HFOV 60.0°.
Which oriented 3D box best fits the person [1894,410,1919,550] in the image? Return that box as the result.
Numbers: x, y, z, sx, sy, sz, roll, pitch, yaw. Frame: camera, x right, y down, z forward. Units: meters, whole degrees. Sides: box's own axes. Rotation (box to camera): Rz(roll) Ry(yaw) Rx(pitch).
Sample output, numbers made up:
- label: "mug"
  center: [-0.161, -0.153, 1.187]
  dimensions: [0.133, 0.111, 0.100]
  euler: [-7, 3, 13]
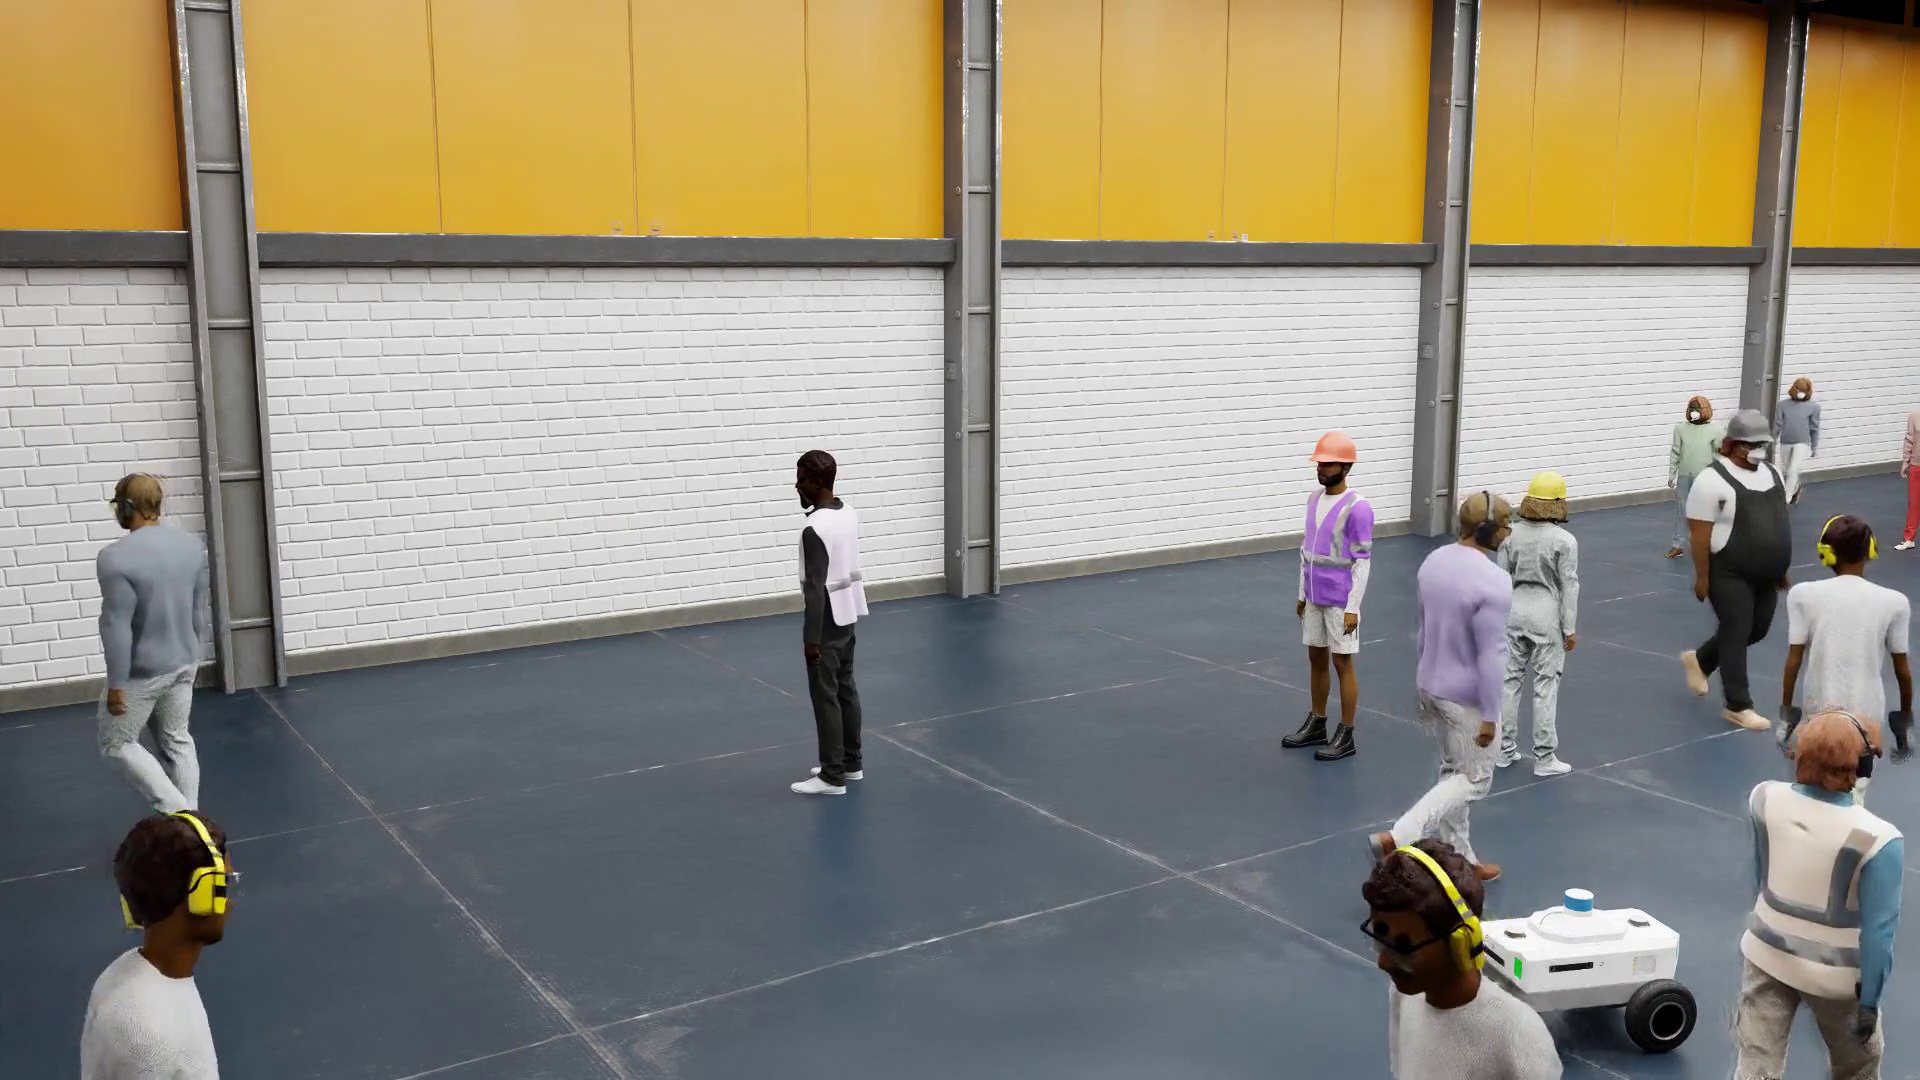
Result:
- label: "person"
  center: [9.803, -0.747, 16.825]
  dimensions: [0.299, 1.772, 0.530]
  euler: [-8, 12, -39]

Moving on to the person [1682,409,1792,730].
- label: "person"
  center: [4.962, 0.138, 10.677]
  dimensions: [0.683, 2.000, 0.832]
  euler: [-4, 10, -23]

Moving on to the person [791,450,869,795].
- label: "person"
  center: [-0.716, 0.455, 9.176]
  dimensions: [0.389, 1.910, 0.591]
  euler: [3, 10, 16]

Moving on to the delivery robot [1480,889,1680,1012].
- label: "delivery robot"
  center: [2.322, 1.563, 6.278]
  dimensions: [0.707, 0.478, 0.477]
  euler: [-2, 10, -12]

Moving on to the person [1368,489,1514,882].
- label: "person"
  center: [2.220, 0.717, 7.605]
  dimensions: [0.720, 1.916, 0.645]
  euler: [-3, 10, -17]

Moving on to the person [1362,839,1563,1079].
- label: "person"
  center: [0.966, 1.473, 3.232]
  dimensions: [0.530, 1.836, 0.545]
  euler: [-2, 10, -10]

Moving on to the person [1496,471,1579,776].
- label: "person"
  center: [3.317, 0.471, 9.560]
  dimensions: [0.324, 1.743, 0.490]
  euler: [-8, 12, -40]

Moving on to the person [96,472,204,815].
- label: "person"
  center: [-3.939, 0.624, 8.106]
  dimensions: [0.431, 1.920, 0.650]
  euler: [3, 10, 15]

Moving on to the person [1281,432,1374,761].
- label: "person"
  center: [2.183, 0.326, 9.841]
  dimensions: [0.352, 1.942, 0.545]
  euler: [-5, 11, -27]

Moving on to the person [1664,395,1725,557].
- label: "person"
  center: [7.258, -0.613, 16.425]
  dimensions: [0.507, 1.631, 0.266]
  euler: [9, 13, 42]

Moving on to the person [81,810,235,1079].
- label: "person"
  center: [-1.606, 1.462, 3.333]
  dimensions: [0.457, 1.830, 0.569]
  euler: [-5, 11, -28]

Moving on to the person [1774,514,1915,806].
- label: "person"
  center: [3.988, 0.789, 7.482]
  dimensions: [0.555, 1.810, 1.032]
  euler: [5, 11, 28]

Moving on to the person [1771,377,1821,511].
- label: "person"
  center: [9.935, -1.147, 19.742]
  dimensions: [0.502, 1.603, 0.754]
  euler: [9, 13, 42]

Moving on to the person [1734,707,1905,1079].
- label: "person"
  center: [2.664, 1.289, 5.072]
  dimensions: [0.808, 1.601, 0.520]
  euler: [-6, 11, -31]
